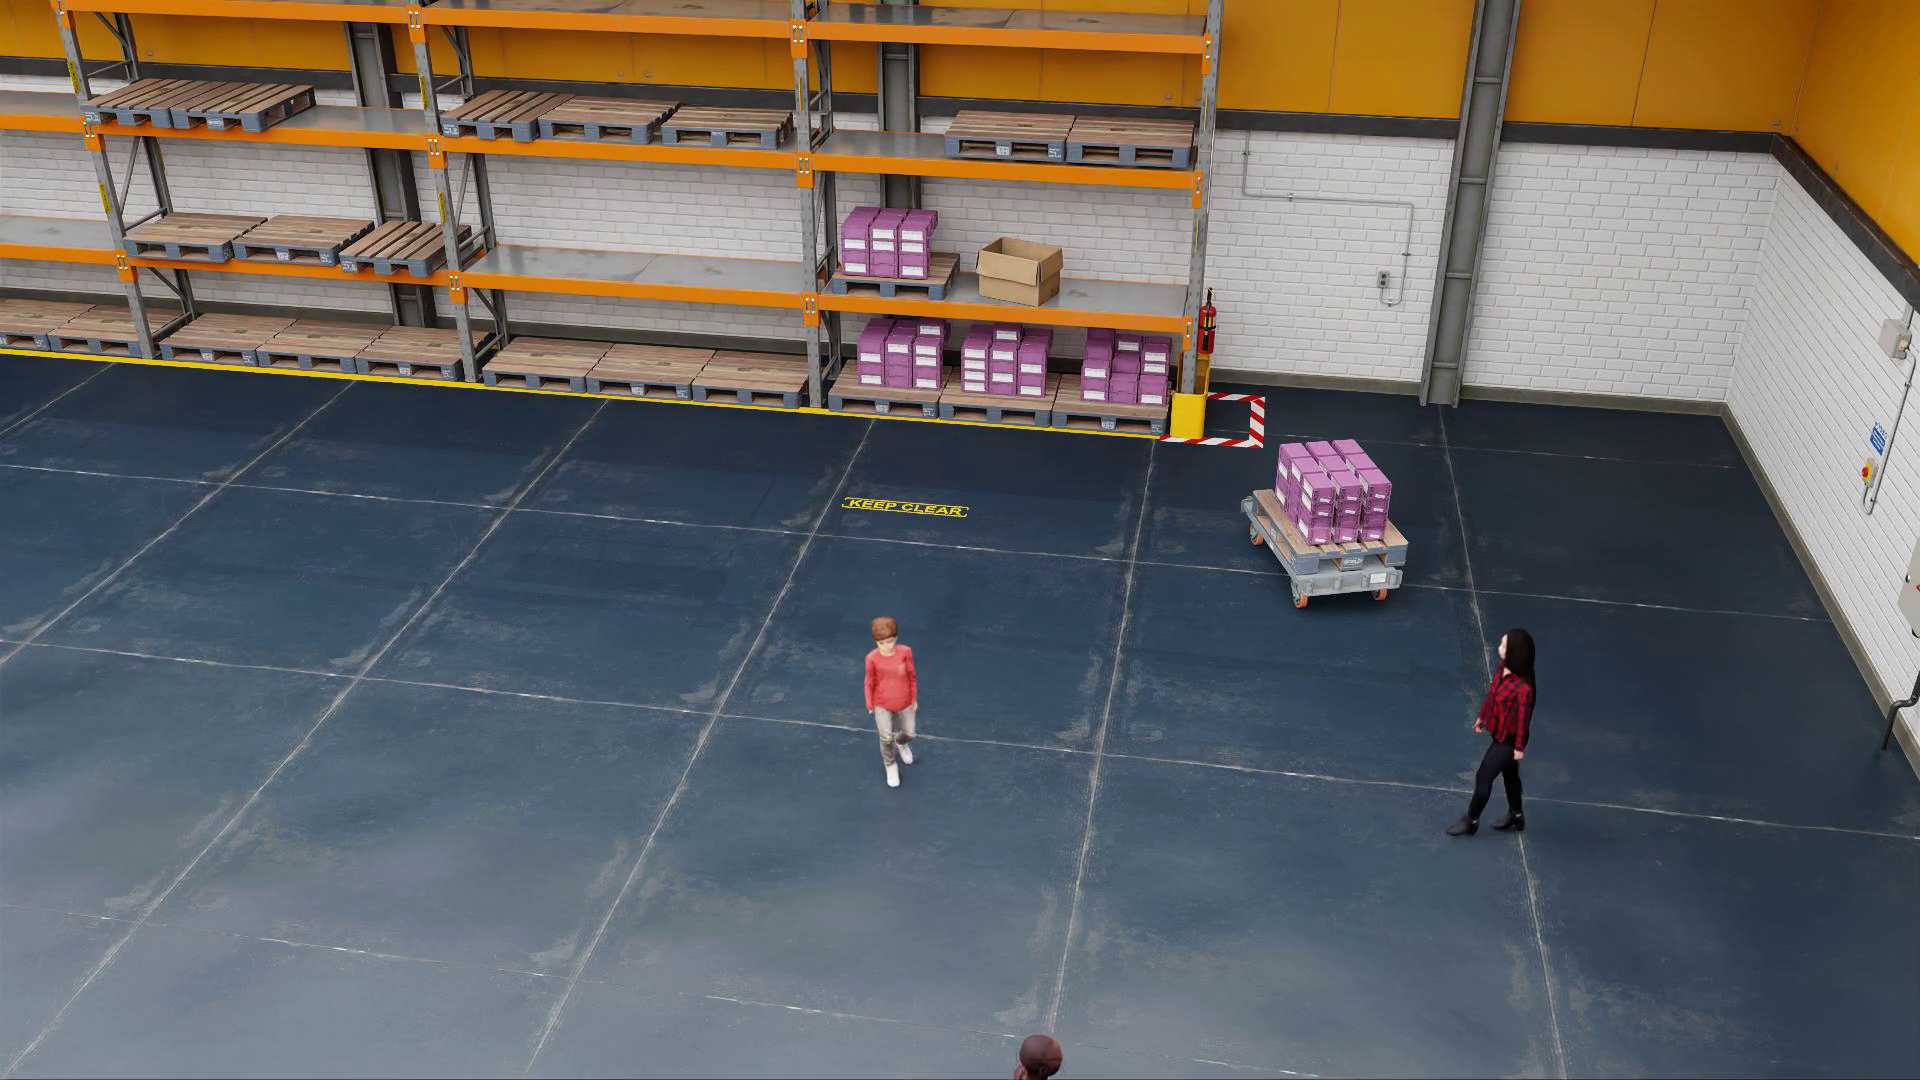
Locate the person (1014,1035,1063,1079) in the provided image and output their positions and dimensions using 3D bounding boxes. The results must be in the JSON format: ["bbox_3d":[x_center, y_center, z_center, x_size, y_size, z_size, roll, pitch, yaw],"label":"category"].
[{"bbox_3d":[0.350,3.059,8.030,0.694,1.760,0.676,-11,30,-19],"label":"person"}]

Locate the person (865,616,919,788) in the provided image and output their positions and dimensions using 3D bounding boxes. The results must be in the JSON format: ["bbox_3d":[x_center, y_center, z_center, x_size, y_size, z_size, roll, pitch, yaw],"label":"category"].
[{"bbox_3d":[-0.489,1.118,11.968,0.720,1.396,0.734,-8,30,-14],"label":"person"}]

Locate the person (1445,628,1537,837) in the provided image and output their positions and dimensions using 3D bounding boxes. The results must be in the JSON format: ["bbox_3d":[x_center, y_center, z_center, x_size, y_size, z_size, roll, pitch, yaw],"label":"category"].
[{"bbox_3d":[3.818,1.327,11.334,0.862,1.636,0.694,-1,29,-2],"label":"person"}]
